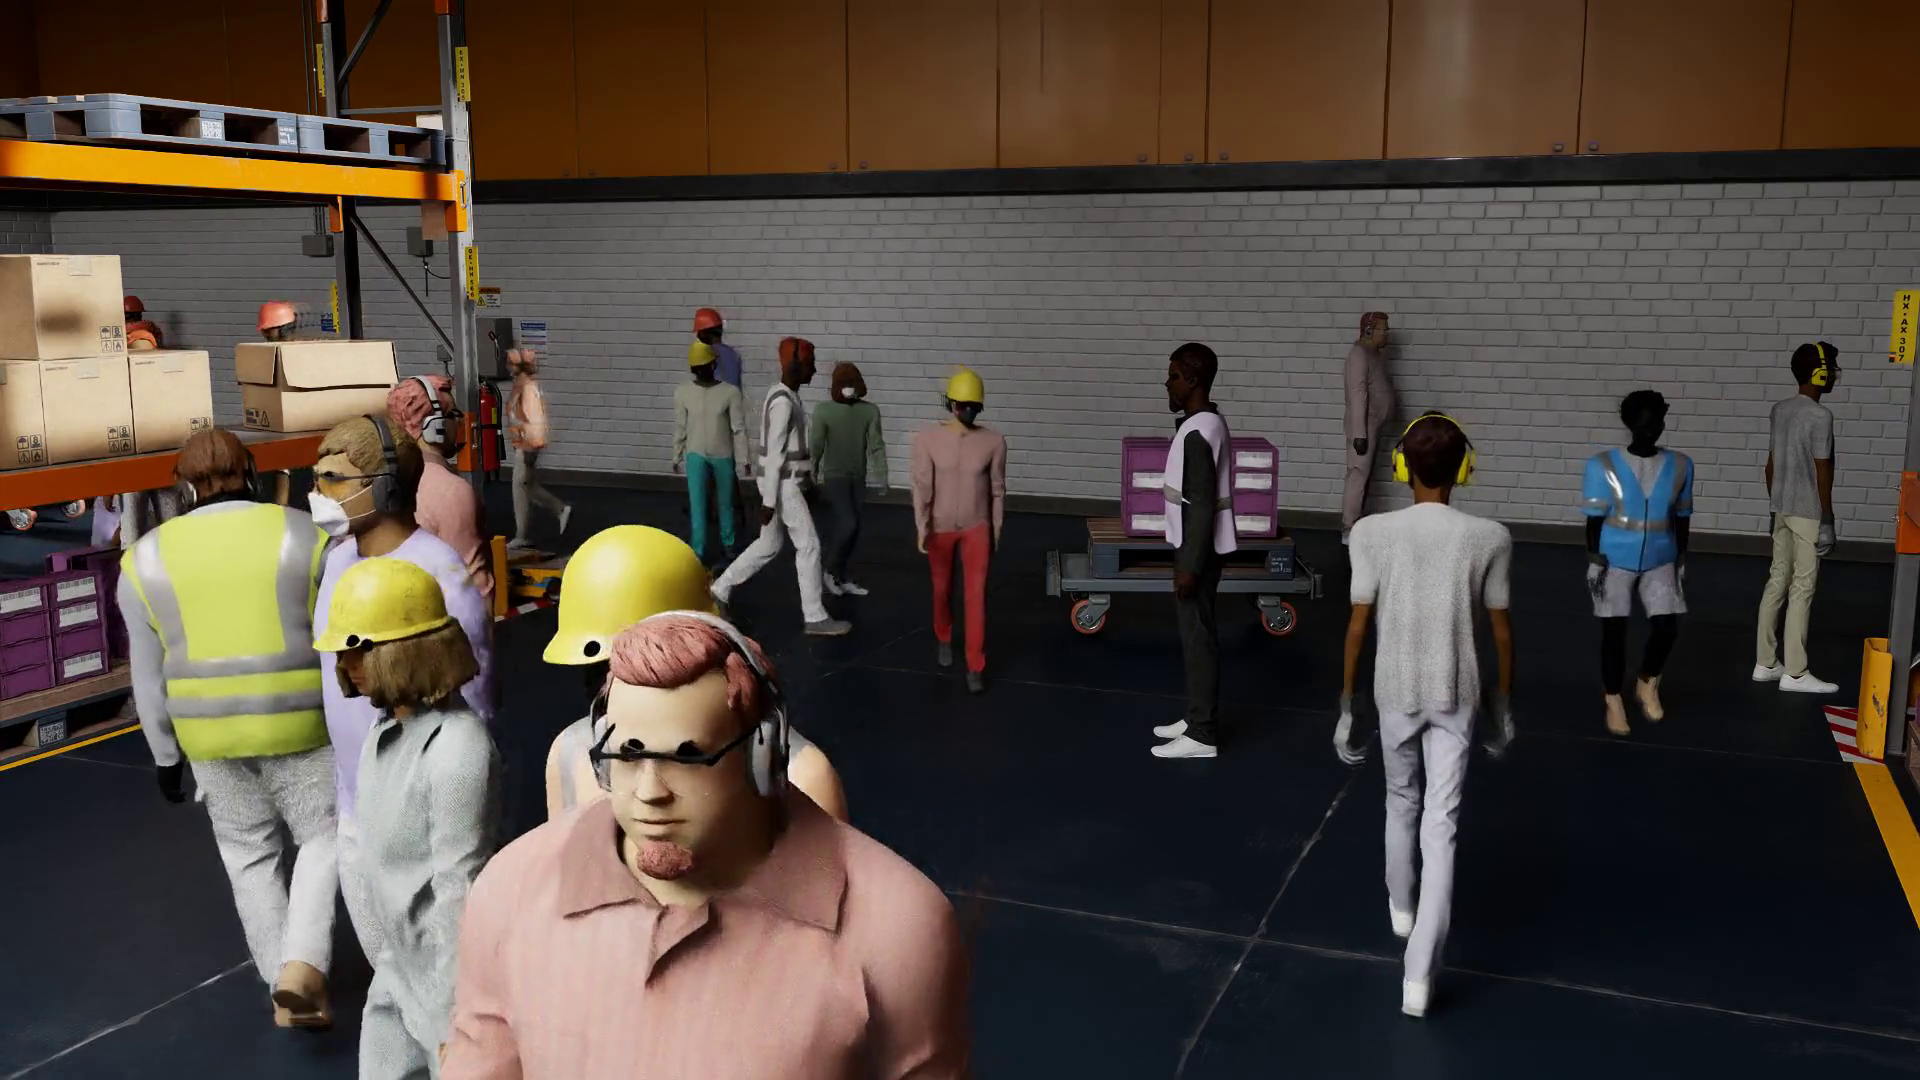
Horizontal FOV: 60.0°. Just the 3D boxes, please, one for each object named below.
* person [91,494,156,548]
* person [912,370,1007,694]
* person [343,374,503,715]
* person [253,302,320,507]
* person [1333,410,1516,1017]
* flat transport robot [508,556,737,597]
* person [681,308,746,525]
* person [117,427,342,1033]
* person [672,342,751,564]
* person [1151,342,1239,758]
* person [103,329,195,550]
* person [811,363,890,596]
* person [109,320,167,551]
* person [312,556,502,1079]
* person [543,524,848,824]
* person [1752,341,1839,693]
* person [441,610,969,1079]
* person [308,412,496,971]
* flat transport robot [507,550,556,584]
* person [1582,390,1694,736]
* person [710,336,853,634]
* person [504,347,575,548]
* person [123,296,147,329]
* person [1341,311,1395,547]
[{"bbox_3d":[-5.855,-0.589,11.776,0.650,1.866,0.981,7,12,36],"label":"person"},{"bbox_3d":[-0.003,-0.083,9.117,0.516,1.725,0.911,0,9,-2],"label":"person"},{"bbox_3d":[-1.768,0.397,5.639,0.636,1.909,0.405,7,11,35],"label":"person"},{"bbox_3d":[-5.159,-0.824,12.788,1.014,1.979,0.644,-7,11,-35],"label":"person"},{"bbox_3d":[1.479,0.503,5.269,0.553,1.821,0.971,3,10,17],"label":"person"},{"bbox_3d":[-2.314,0.266,11.380,1.431,0.197,0.652,3,10,20],"label":"flat transport robot"},{"bbox_3d":[-2.224,-1.074,14.597,0.833,1.896,0.541,3,10,19],"label":"person"},{"bbox_3d":[-2.033,0.584,4.809,0.689,1.810,0.560,-2,10,-11],"label":"person"},{"bbox_3d":[-1.869,-0.632,12.480,0.595,1.692,0.926,0,9,-3],"label":"person"},{"bbox_3d":[1.097,0.049,7.710,0.382,1.918,0.596,2,10,10],"label":"person"},{"bbox_3d":[-5.012,-0.359,10.294,0.578,1.883,0.353,-8,12,-40],"label":"person"},{"bbox_3d":[-0.757,-0.404,11.359,0.496,1.614,0.371,-8,13,-41],"label":"person"},{"bbox_3d":[-5.579,-0.521,11.229,0.594,1.904,0.662,3,10,19],"label":"person"},{"bbox_3d":[-0.997,0.861,3.365,0.671,1.717,0.498,-8,12,-40],"label":"person"},{"bbox_3d":[-0.463,0.892,2.767,0.600,1.862,1.031,7,11,35],"label":"person"},{"bbox_3d":[4.511,-0.122,8.900,0.328,1.872,0.513,-1,9,-8],"label":"person"},{"bbox_3d":[-0.350,1.017,1.999,0.657,1.870,0.884,3,10,16],"label":"person"},{"bbox_3d":[-1.304,0.667,3.906,0.377,1.940,0.629,-9,13,-42],"label":"person"},{"bbox_3d":[-3.639,0.183,11.881,1.431,0.197,0.652,3,10,20],"label":"flat transport robot"},{"bbox_3d":[3.260,0.115,8.034,0.538,1.684,0.367,1,9,7],"label":"person"},{"bbox_3d":[-1.161,-0.316,10.164,0.907,1.859,0.618,-1,9,-7],"label":"person"},{"bbox_3d":[-3.439,-0.750,13.440,0.539,1.619,0.538,-3,10,-18],"label":"person"},{"bbox_3d":[-9.101,-1.723,18.394,0.545,1.938,0.355,3,10,17],"label":"person"},{"bbox_3d":[3.300,-0.889,13.440,0.402,1.904,0.652,4,10,22],"label":"person"}]
